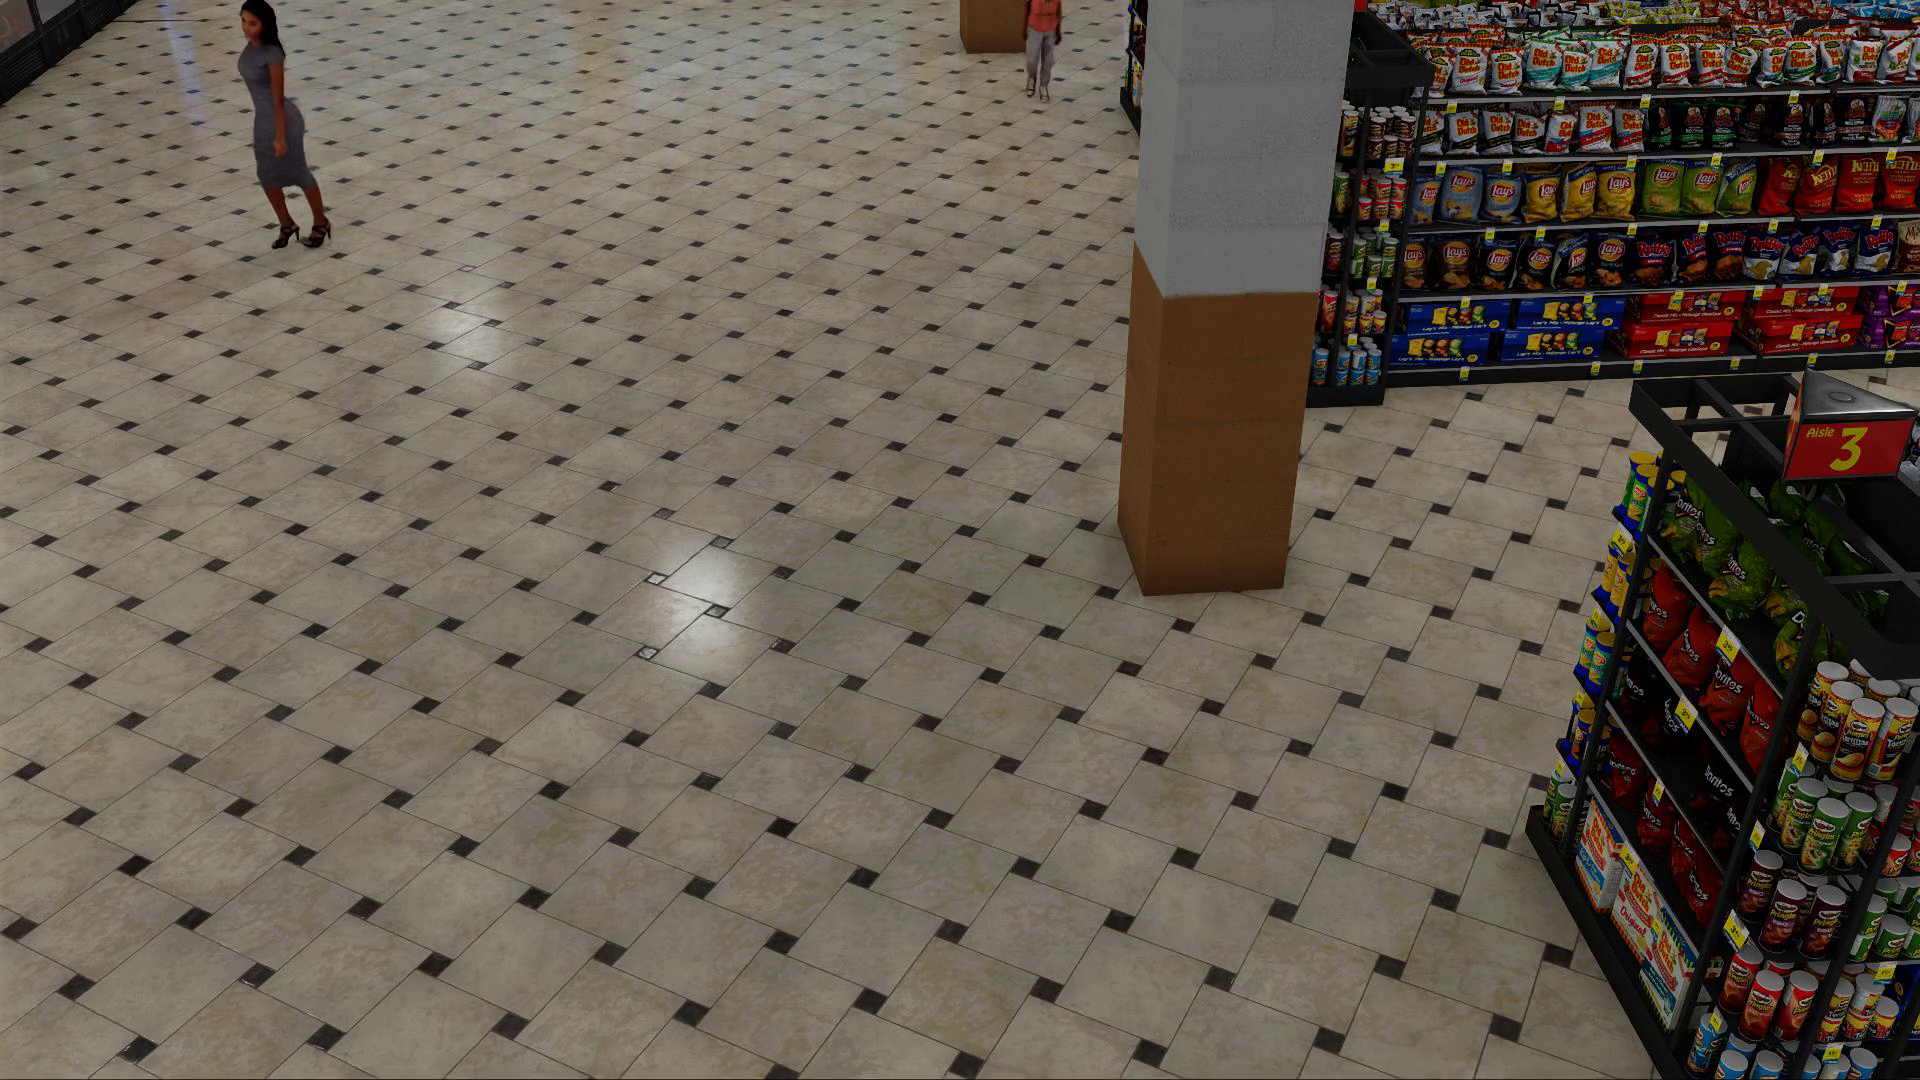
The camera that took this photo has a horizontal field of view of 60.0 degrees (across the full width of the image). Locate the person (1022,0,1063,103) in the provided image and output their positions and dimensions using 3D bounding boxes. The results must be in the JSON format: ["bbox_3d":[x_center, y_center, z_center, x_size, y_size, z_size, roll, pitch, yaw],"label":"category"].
[{"bbox_3d":[0.716,-4.478,14.446,0.531,1.296,0.541,-1,32,-2],"label":"person"}]

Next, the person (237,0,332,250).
[{"bbox_3d":[-4.593,-2.805,11.323,0.844,1.755,0.783,-23,39,-32],"label":"person"}]
